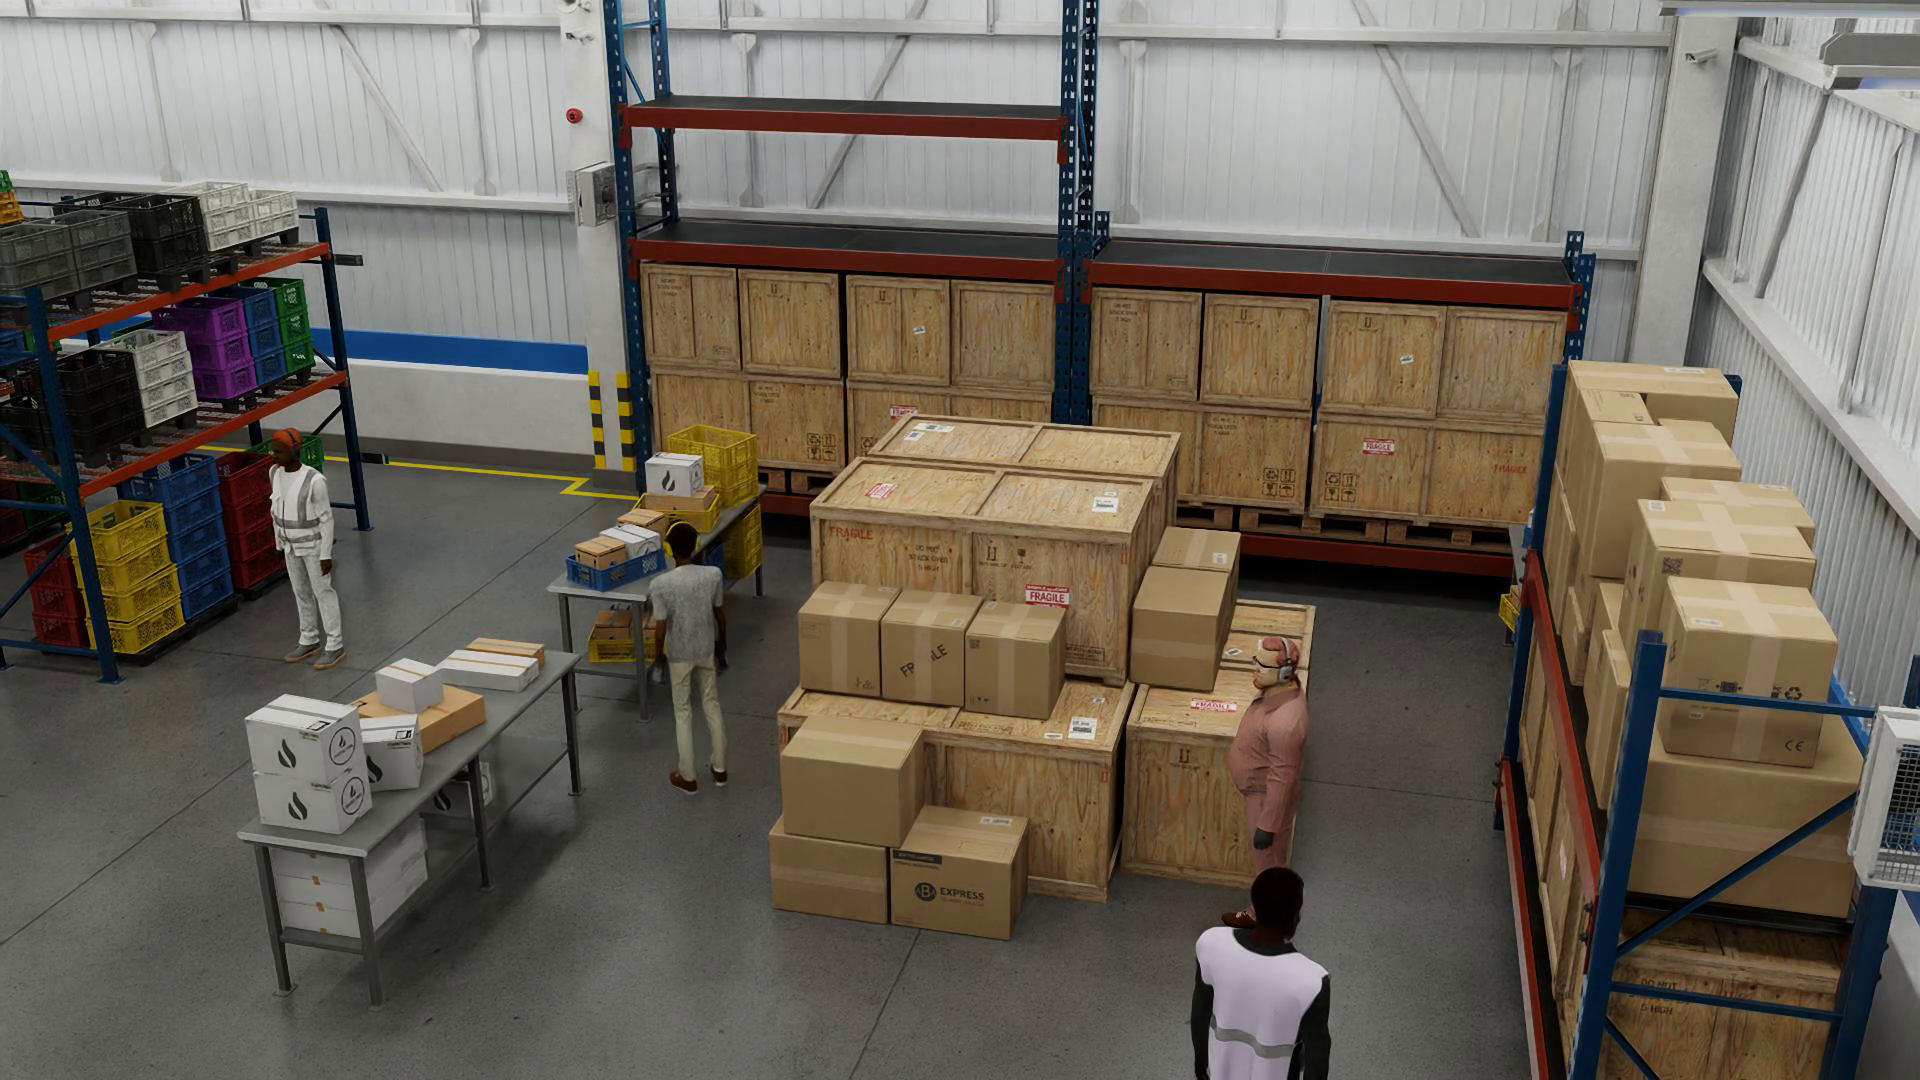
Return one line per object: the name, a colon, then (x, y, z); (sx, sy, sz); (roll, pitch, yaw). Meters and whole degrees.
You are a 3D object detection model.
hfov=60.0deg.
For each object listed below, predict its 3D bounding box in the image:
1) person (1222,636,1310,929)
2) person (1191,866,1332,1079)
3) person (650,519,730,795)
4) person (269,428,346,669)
person: (1.657, 1.401, 9.063); (0.407, 1.912, 0.641); (2, 21, 6)
person: (1.231, 2.225, 6.902); (0.596, 1.913, 0.372); (14, 25, 32)
person: (-1.752, 0.759, 10.805); (0.533, 1.864, 0.310); (-12, 24, -29)
person: (-4.981, 0.059, 12.612); (0.580, 1.883, 0.352); (11, 23, 26)
